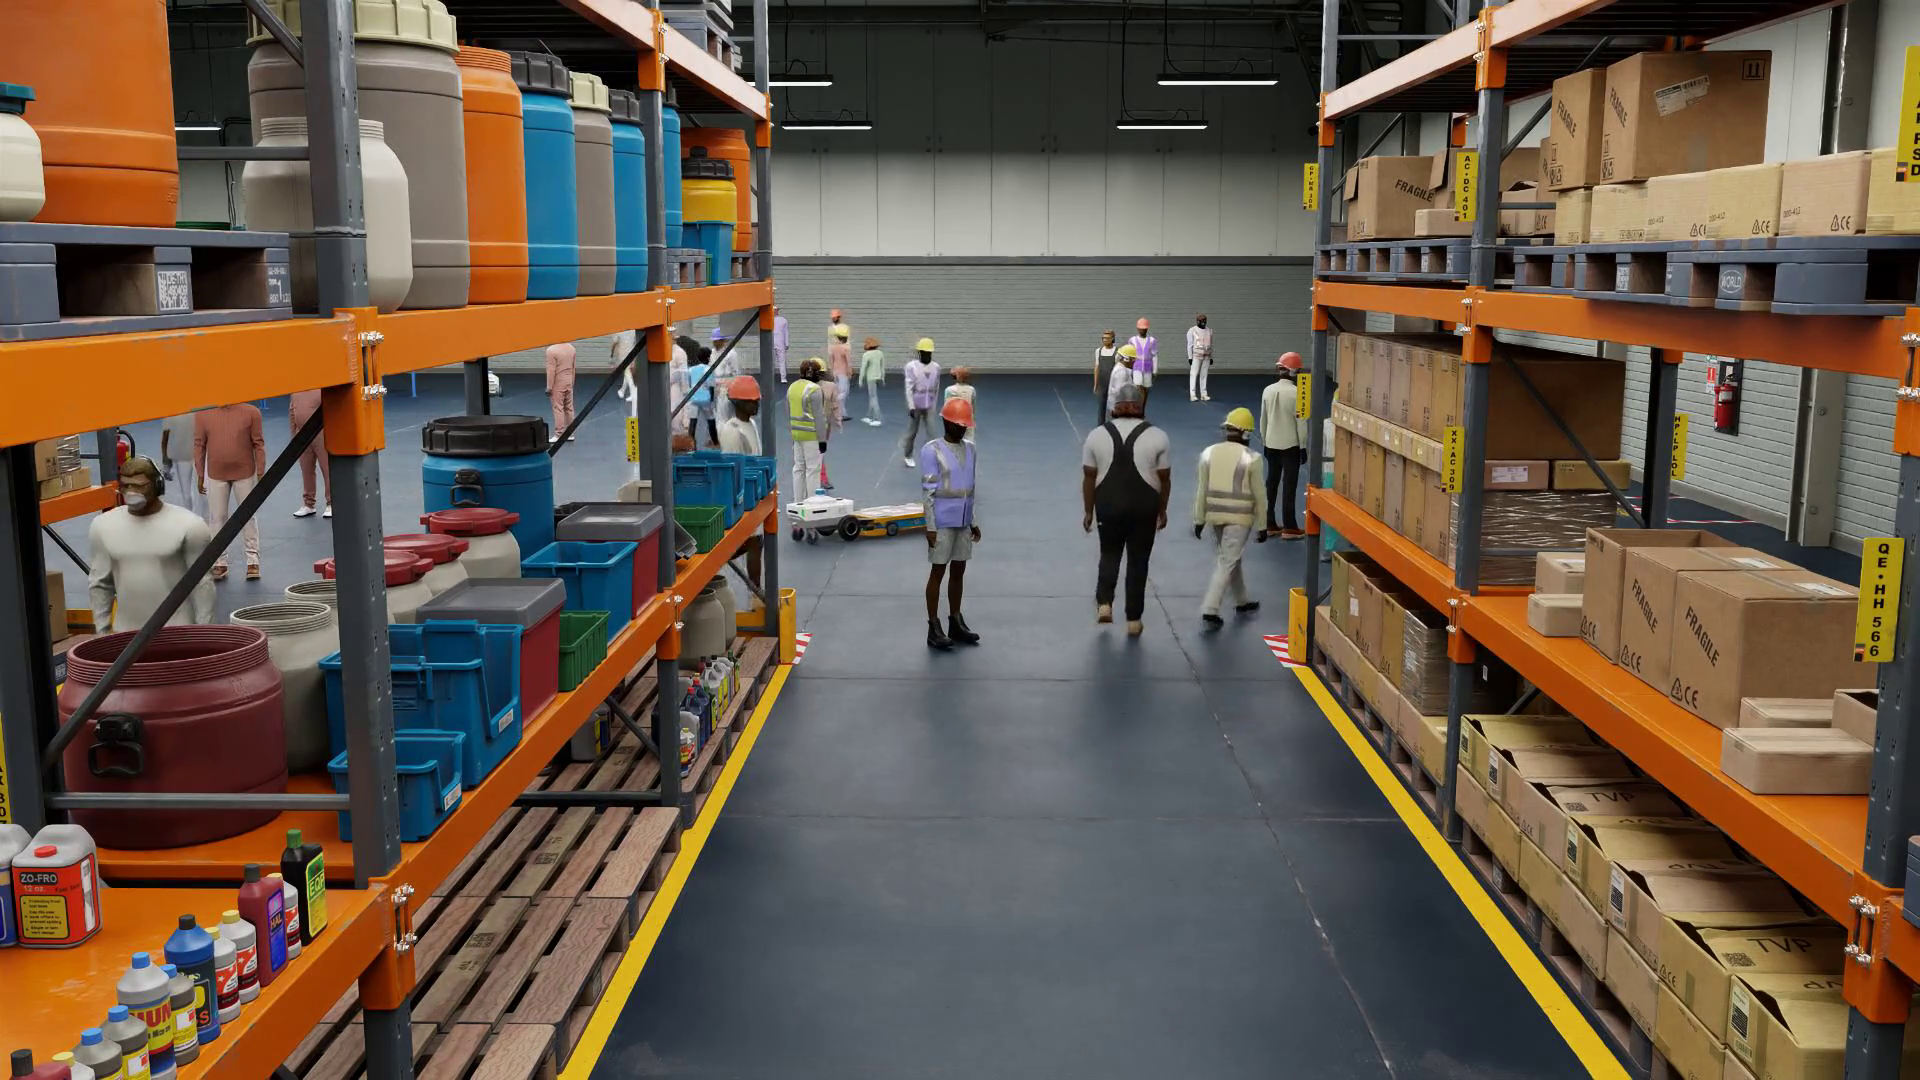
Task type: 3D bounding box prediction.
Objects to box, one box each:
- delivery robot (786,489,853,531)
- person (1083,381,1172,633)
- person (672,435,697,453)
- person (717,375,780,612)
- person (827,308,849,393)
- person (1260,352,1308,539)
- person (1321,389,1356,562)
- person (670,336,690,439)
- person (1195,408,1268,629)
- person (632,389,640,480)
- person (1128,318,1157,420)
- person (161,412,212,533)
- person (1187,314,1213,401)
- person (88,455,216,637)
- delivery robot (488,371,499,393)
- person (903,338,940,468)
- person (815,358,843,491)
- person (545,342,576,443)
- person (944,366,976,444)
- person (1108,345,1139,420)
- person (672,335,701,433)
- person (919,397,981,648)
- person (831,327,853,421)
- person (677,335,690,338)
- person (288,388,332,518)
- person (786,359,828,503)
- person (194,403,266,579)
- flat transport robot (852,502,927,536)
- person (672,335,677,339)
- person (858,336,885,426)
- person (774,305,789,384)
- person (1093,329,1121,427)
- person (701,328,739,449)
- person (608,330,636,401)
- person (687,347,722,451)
[{"bbox_3d":[-1.497,-0.303,17.750,0.707,0.478,0.477,-8,13,-40],"label":"delivery robot"},{"bbox_3d":[1.354,-0.264,13.351,0.696,2.000,0.546,3,10,16],"label":"person"},{"bbox_3d":[-2.125,-0.015,12.990,0.559,1.615,0.536,1,10,9],"label":"person"},{"bbox_3d":[-1.882,-0.382,14.008,0.788,2.020,0.617,1,10,8],"label":"person"},{"bbox_3d":[-2.744,-4.294,37.738,0.559,1.914,0.541,4,10,23],"label":"person"},{"bbox_3d":[3.519,-1.029,17.954,0.398,1.989,0.621,-7,12,-36],"label":"person"},{"bbox_3d":[3.752,-0.651,16.398,0.548,1.744,0.412,6,11,31],"label":"person"},{"bbox_3d":[-4.631,-2.383,26.361,0.679,1.887,0.543,7,12,37],"label":"person"},{"bbox_3d":[2.225,-0.188,13.586,0.946,1.776,0.601,-9,13,-43],"label":"person"},{"bbox_3d":[-3.334,-1.050,18.461,0.775,1.859,0.606,-6,11,-30],"label":"person"},{"bbox_3d":[3.446,-3.252,31.507,0.549,1.918,0.757,0,9,-2],"label":"person"},{"bbox_3d":[-7.851,-0.795,16.973,0.555,1.840,0.813,-5,10,-25],"label":"person"},{"bbox_3d":[5.165,-3.909,35.655,0.626,1.844,0.429,-4,10,-25],"label":"person"},{"bbox_3d":[-4.343,0.499,8.966,0.635,1.936,0.356,-1,10,-5],"label":"person"},{"bbox_3d":[-10.407,-3.497,36.879,0.477,0.478,0.707,-2,10,-14],"label":"delivery robot"},{"bbox_3d":[-0.550,-1.952,23.838,0.586,1.886,0.984,-5,11,-27],"label":"person"},{"bbox_3d":[-1.844,-1.528,21.812,0.524,1.712,0.958,-6,11,-31],"label":"person"},{"bbox_3d":[-6.590,-2.554,27.347,0.410,1.909,0.642,5,10,25],"label":"person"},{"bbox_3d":[-0.051,-1.451,21.588,0.550,1.609,0.718,-7,12,-35],"label":"person"},{"bbox_3d":[2.303,-1.834,23.357,0.442,1.809,0.619,1,10,7],"label":"person"},{"bbox_3d":[-4.778,-2.868,29.005,0.646,1.975,0.448,3,10,16],"label":"person"},{"bbox_3d":[-0.047,-0.144,12.845,0.543,1.928,0.373,-9,13,-44],"label":"person"},{"bbox_3d":[-2.265,-3.089,31.015,0.651,1.752,0.533,-9,13,-44],"label":"person"},{"bbox_3d":[-6.501,-4.319,38.714,0.513,1.640,0.309,1,10,4],"label":"person"},{"bbox_3d":[-7.517,-1.218,19.341,0.647,1.908,0.409,2,10,12],"label":"person"},{"bbox_3d":[-1.739,-1.173,19.280,0.430,1.840,0.619,-8,12,-39],"label":"person"},{"bbox_3d":[-6.802,-0.622,15.506,0.623,1.992,0.396,-2,10,-12],"label":"person"},{"bbox_3d":[-0.692,-0.240,18.502,1.431,0.197,0.652,-8,12,-39],"label":"flat transport robot"},{"bbox_3d":[-6.112,-3.804,34.976,0.328,1.860,0.521,-6,11,-31],"label":"person"},{"bbox_3d":[-1.673,-2.896,30.247,0.681,1.606,0.515,7,12,38],"label":"person"},{"bbox_3d":[-4.505,-4.788,40.723,0.638,1.910,0.407,-1,10,-5],"label":"person"},{"bbox_3d":[2.460,-2.568,27.610,0.505,1.847,0.347,5,11,28],"label":"person"},{"bbox_3d":[-3.862,-2.377,26.259,0.607,1.903,0.941,8,12,38],"label":"person"},{"bbox_3d":[-7.258,-3.919,35.819,0.558,1.811,0.975,-8,13,-41],"label":"person"},{"bbox_3d":[-3.927,-2.126,25.519,0.554,1.636,0.872,4,10,25],"label":"person"}]
